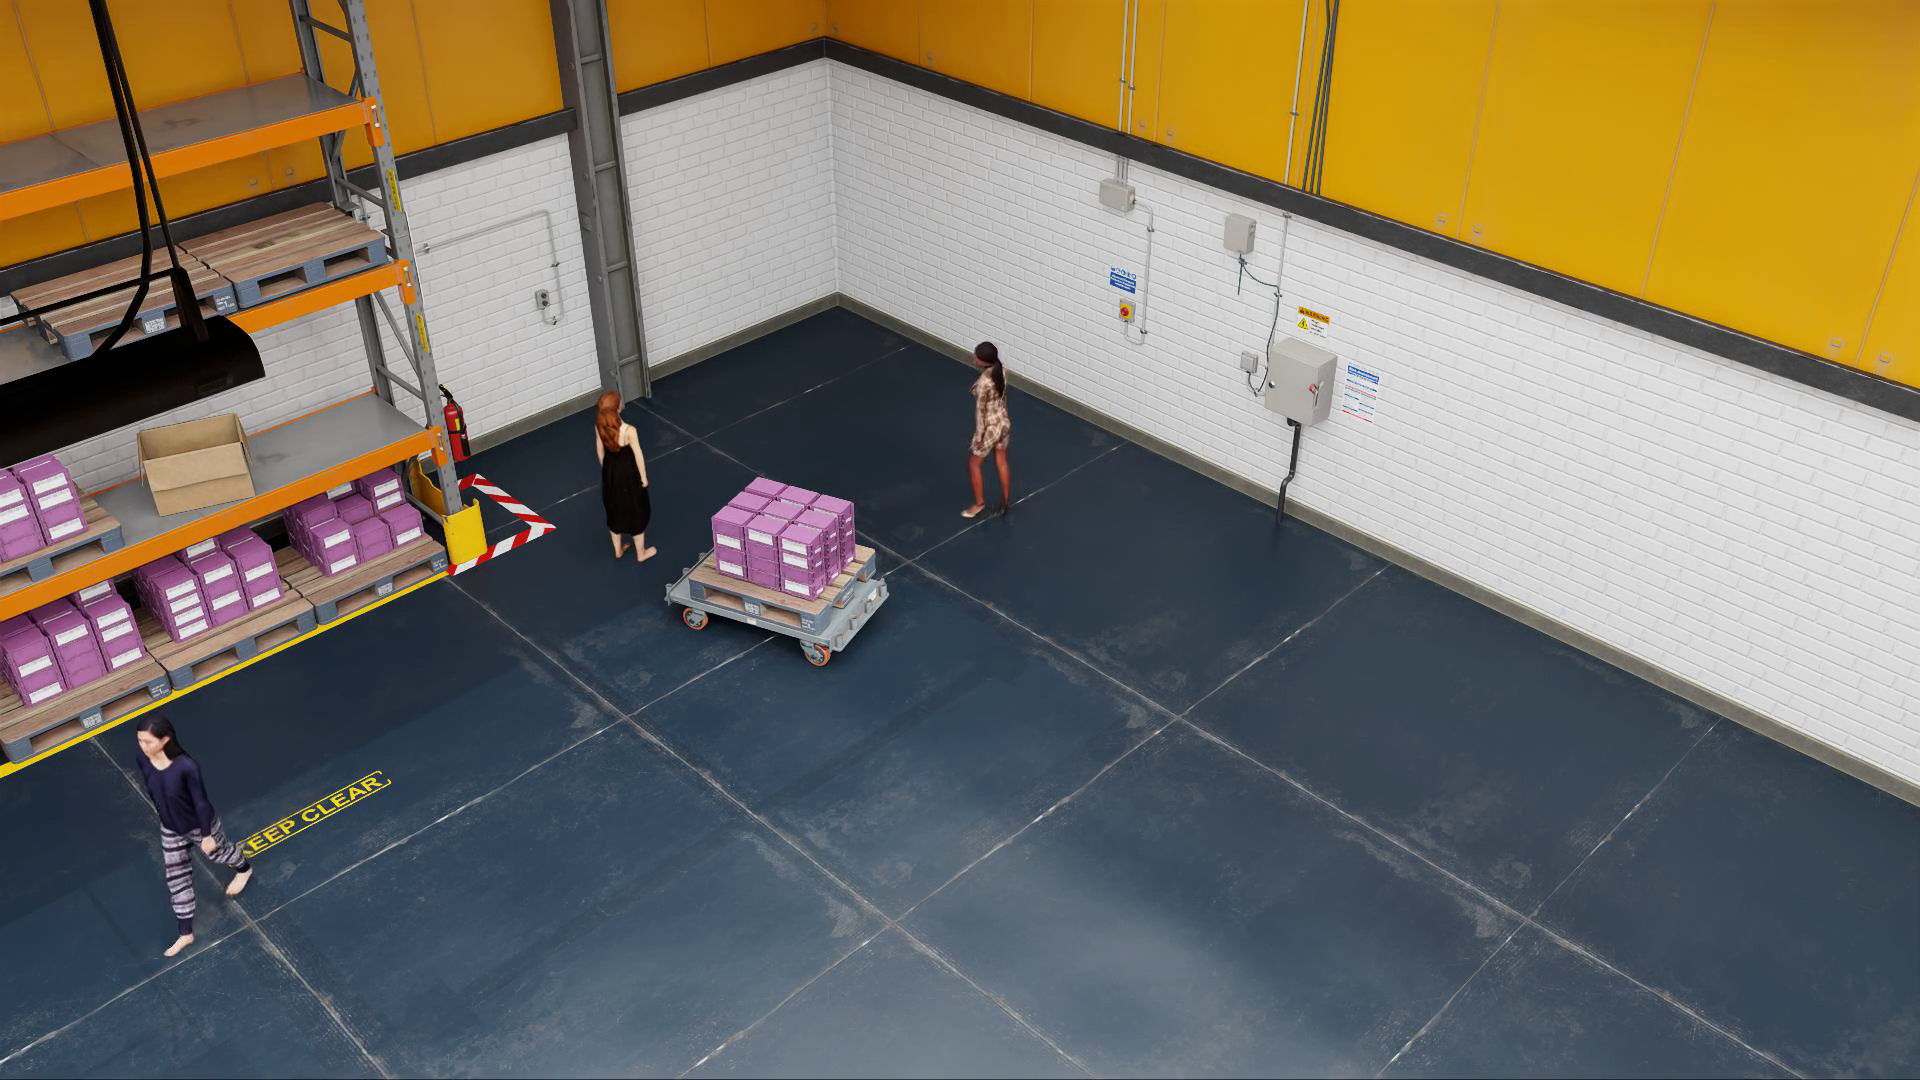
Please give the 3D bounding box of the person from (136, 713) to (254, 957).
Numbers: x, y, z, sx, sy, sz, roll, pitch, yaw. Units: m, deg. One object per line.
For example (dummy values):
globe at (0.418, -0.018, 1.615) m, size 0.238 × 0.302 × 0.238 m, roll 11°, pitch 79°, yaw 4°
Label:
person at (-4.891, 1.756, 10.661) m, size 0.995 × 1.684 × 1.189 m, roll 8°, pitch 34°, yaw 11°

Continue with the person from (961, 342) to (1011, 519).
person at (0.302, -0.939, 14.632) m, size 0.544 × 1.775 × 0.760 m, roll -28°, pitch 43°, yaw -36°

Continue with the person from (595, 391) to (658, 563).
person at (-2.891, -0.547, 14.179) m, size 0.667 × 1.624 × 0.690 m, roll 11°, pitch 35°, yaw 16°
